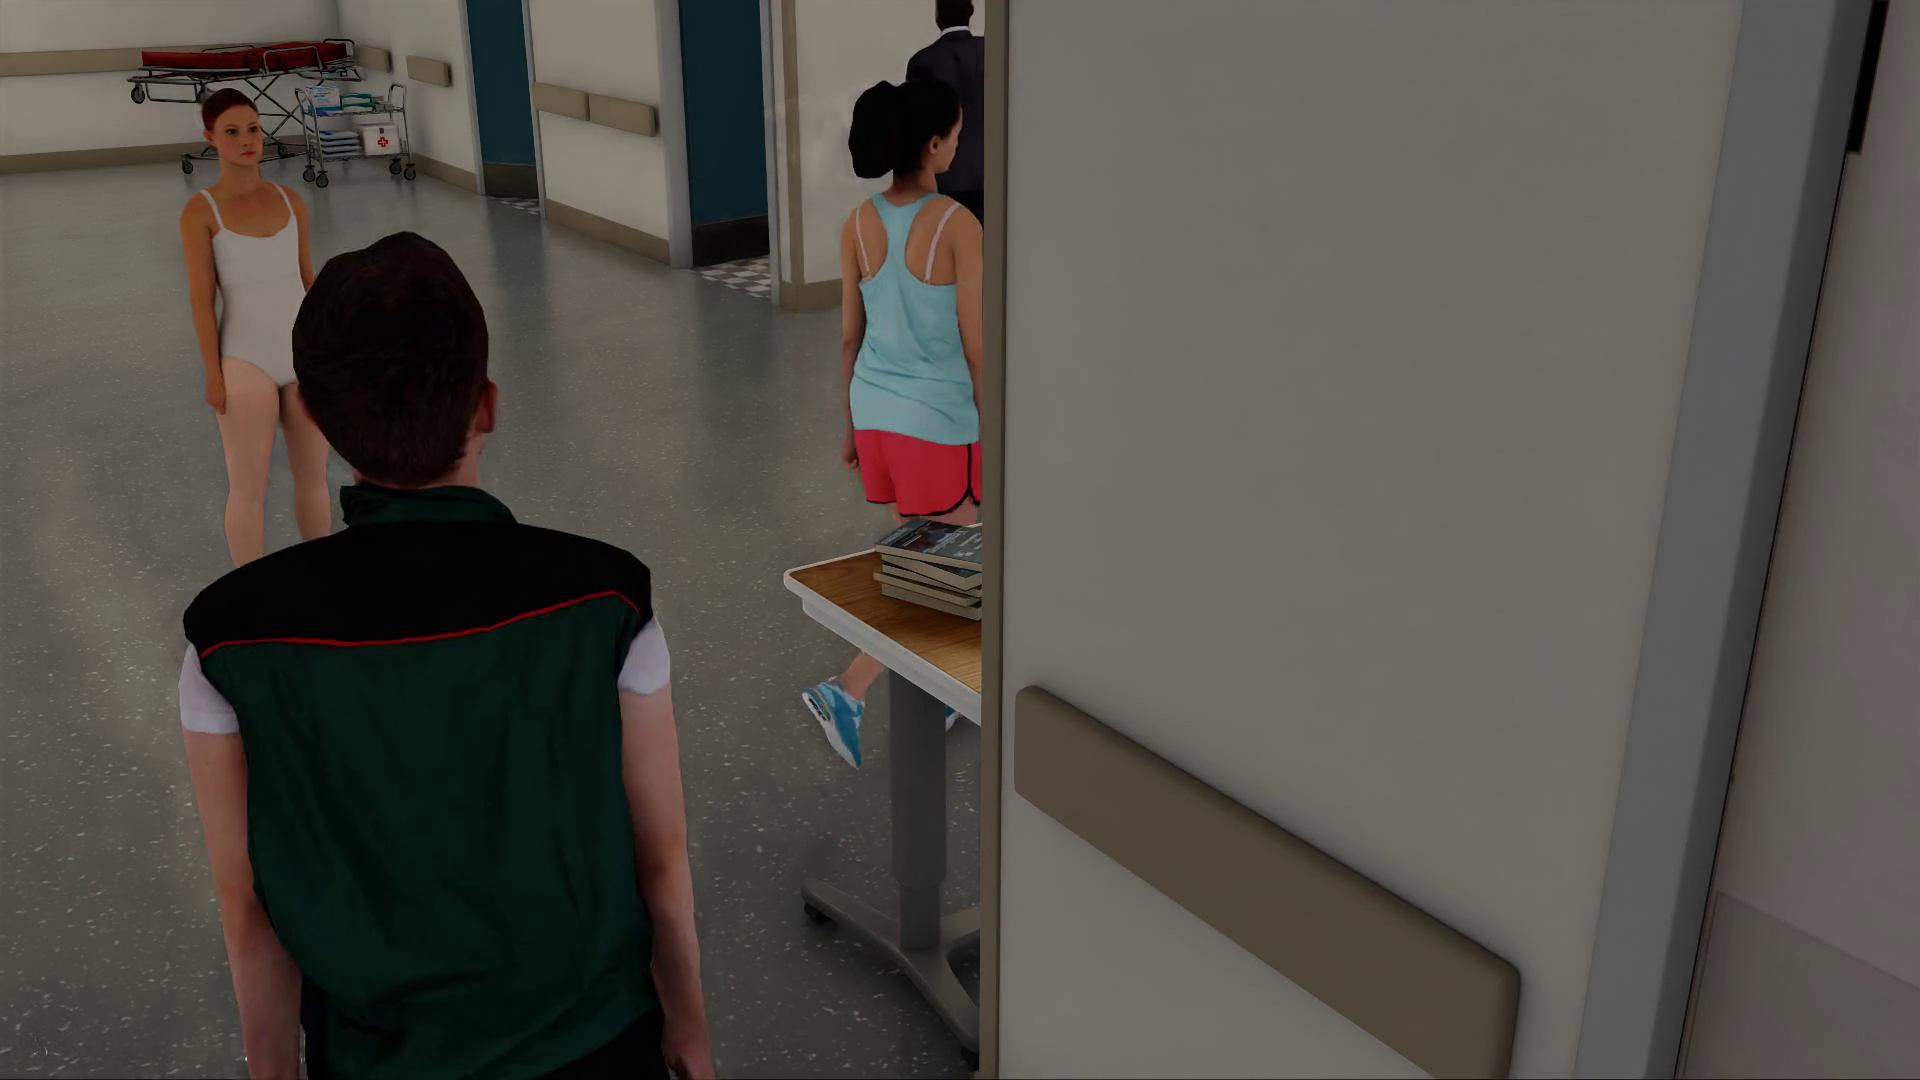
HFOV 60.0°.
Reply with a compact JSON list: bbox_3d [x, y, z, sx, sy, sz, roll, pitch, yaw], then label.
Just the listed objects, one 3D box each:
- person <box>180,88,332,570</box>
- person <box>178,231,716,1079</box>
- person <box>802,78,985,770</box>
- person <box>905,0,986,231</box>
[{"bbox_3d":[-2.126,-0.542,5.109,0.546,1.644,0.598,17,26,37],"label":"person"},{"bbox_3d":[-0.520,0.610,1.825,0.974,1.817,1.214,-3,21,-8],"label":"person"},{"bbox_3d":[-0.149,-0.222,4.119,1.023,1.747,0.870,13,24,30],"label":"person"},{"bbox_3d":[-0.003,-1.712,7.950,0.754,1.819,0.722,-6,22,-16],"label":"person"}]
